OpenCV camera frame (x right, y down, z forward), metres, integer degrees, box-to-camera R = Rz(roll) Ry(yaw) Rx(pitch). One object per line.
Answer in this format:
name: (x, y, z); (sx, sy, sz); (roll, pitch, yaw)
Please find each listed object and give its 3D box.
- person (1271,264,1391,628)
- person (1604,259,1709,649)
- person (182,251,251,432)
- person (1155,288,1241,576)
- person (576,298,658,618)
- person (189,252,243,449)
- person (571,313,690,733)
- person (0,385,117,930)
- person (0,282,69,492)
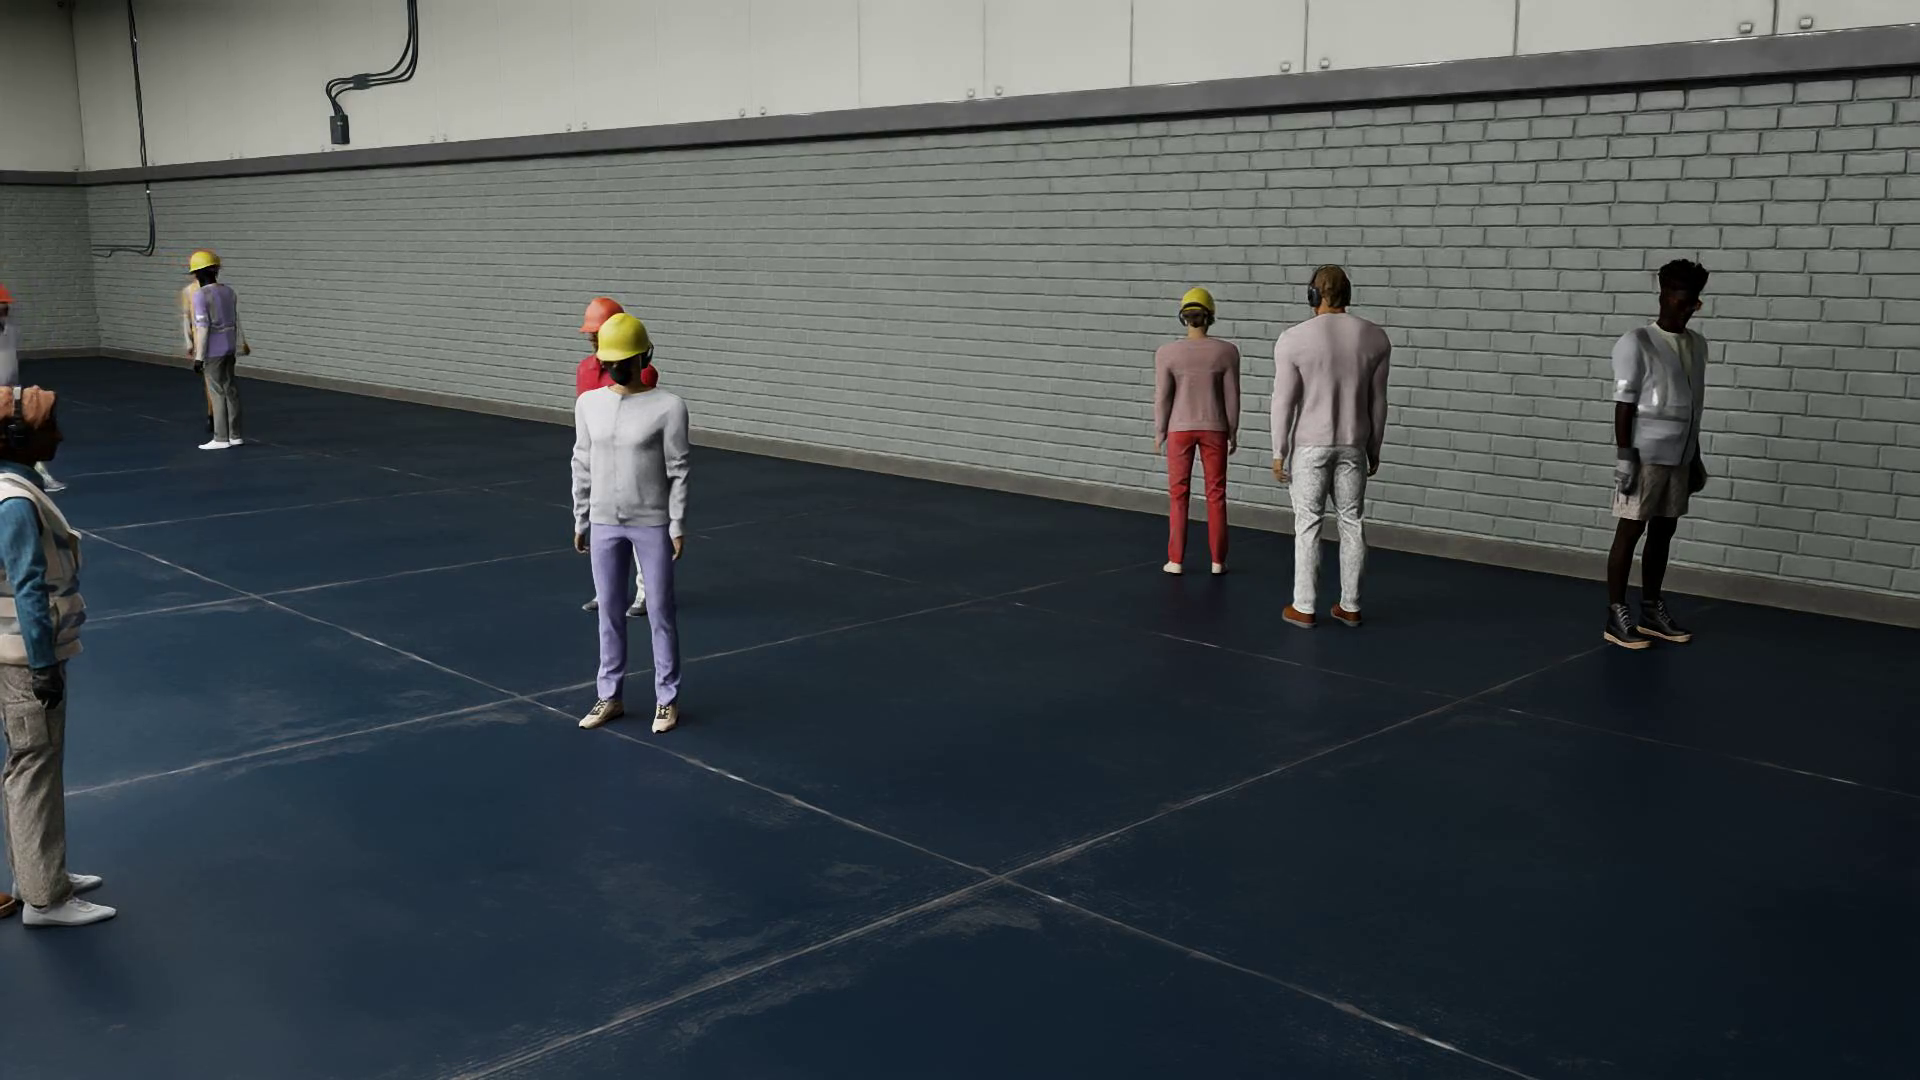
person: (1.944, -0.483, 8.800); (0.630, 1.931, 0.372); (-1, 10, -8)
person: (3.553, -0.434, 8.434); (0.601, 1.958, 0.380); (-5, 12, -27)
person: (-7.910, -2.126, 17.795); (0.566, 1.905, 0.768); (3, 11, 16)
person: (1.444, -0.649, 10.156); (0.522, 1.761, 0.327); (1, 10, 3)
person: (-1.899, -0.447, 9.099); (0.569, 1.744, 0.358); (7, 12, 32)
person: (-7.262, -1.838, 16.202); (0.376, 1.918, 0.584); (2, 11, 9)
person: (-1.381, -0.065, 6.963); (0.522, 1.763, 0.319); (2, 11, 12)
person: (-2.797, 0.351, 5.029); (0.308, 1.636, 0.523); (-7, 12, -32)
person: (-7.768, -1.214, 13.380); (0.906, 1.714, 0.555); (2, 11, 8)
